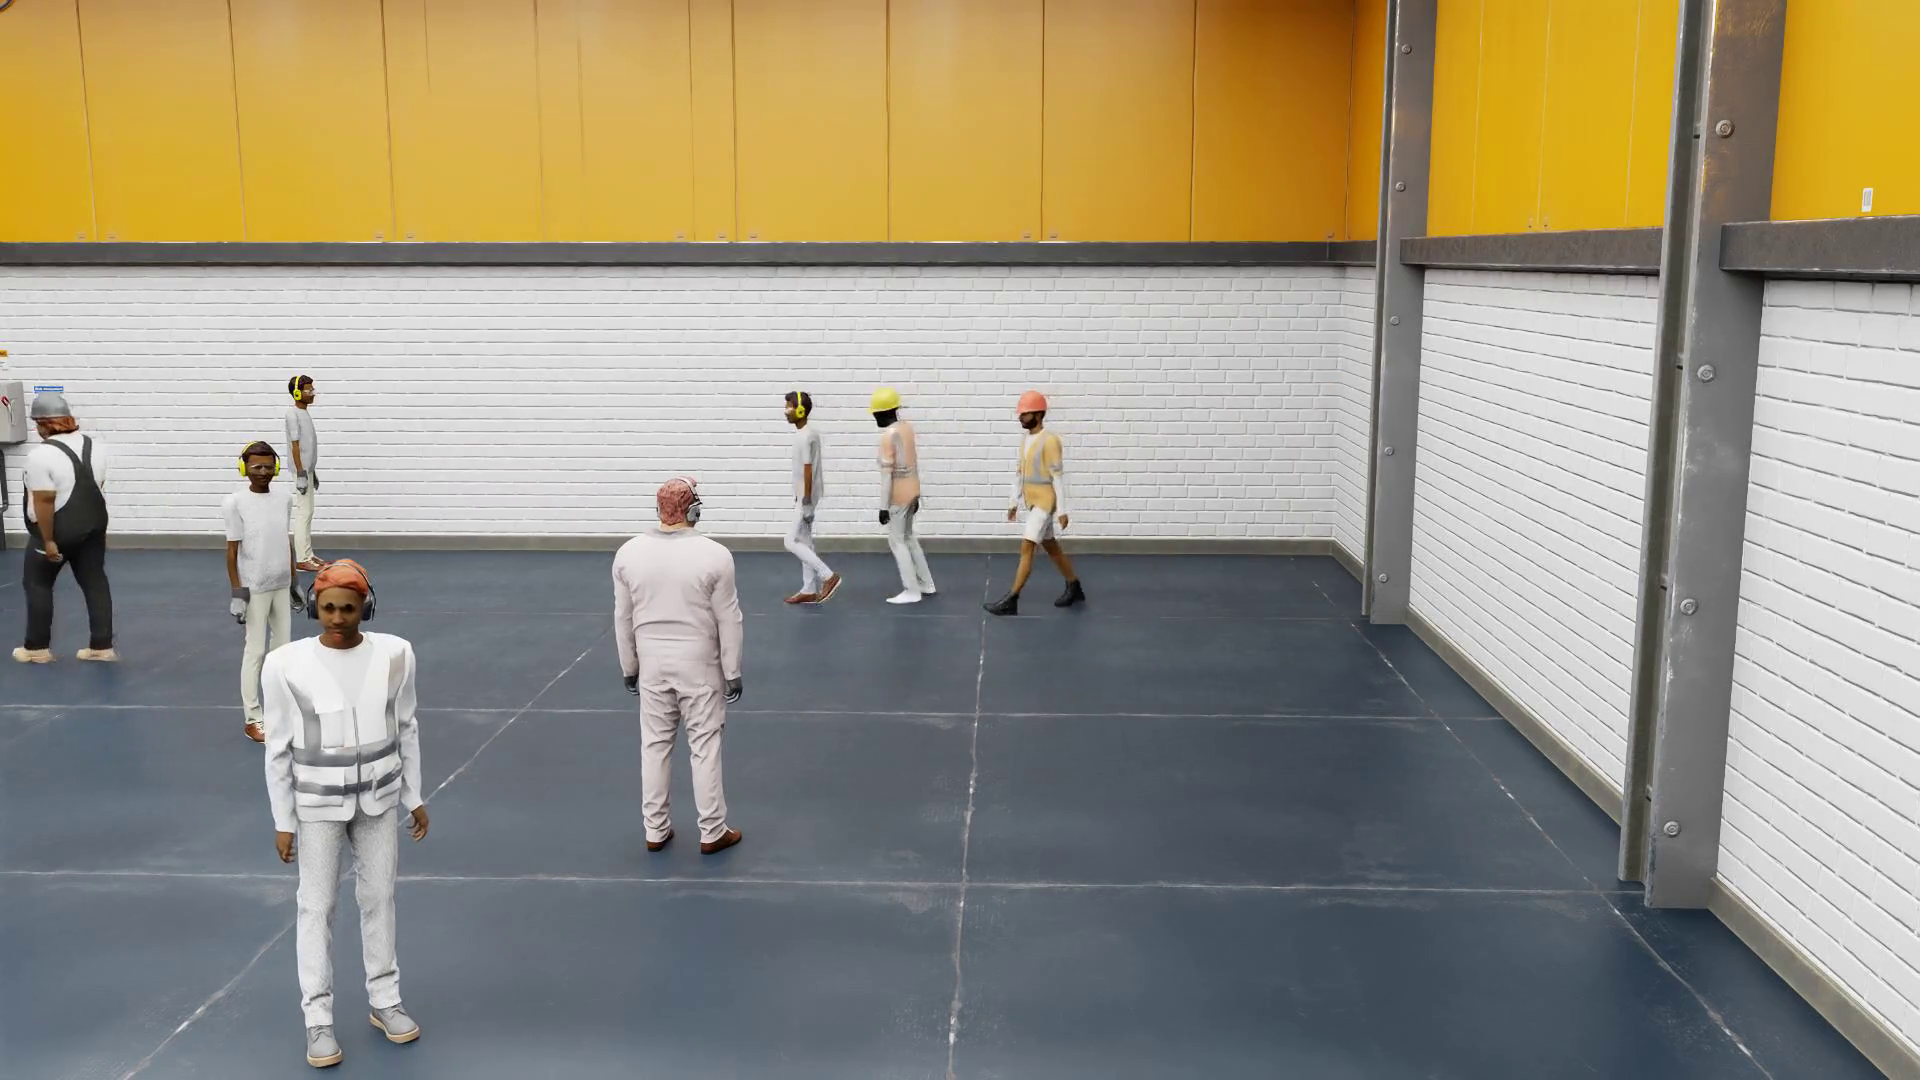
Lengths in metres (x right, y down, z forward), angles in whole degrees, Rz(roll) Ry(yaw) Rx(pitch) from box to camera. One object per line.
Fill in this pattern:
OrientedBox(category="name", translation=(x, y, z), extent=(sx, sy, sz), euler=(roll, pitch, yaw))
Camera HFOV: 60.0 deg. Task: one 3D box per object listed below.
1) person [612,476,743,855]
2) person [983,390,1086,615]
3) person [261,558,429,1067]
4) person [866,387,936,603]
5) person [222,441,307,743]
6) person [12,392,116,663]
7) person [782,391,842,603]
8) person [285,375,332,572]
OrientedBox(category="person", translation=(-1.389, 0.628, 8.354), extent=(0.651, 1.906, 0.403), euler=(2, 10, 12))
OrientedBox(category="person", translation=(0.671, -0.320, 13.998), extent=(1.010, 1.884, 0.580), euler=(-4, 11, -23))
OrientedBox(category="person", translation=(-2.292, 1.000, 6.238), extent=(0.573, 1.885, 0.356), euler=(-7, 12, -37))
OrientedBox(category="person", translation=(-0.544, -0.379, 14.328), extent=(0.506, 1.889, 0.620), euler=(3, 10, 19))
OrientedBox(category="person", translation=(-4.297, 0.312, 10.335), extent=(0.314, 1.863, 0.535), euler=(5, 11, 26))
OrientedBox(category="person", translation=(-6.664, -0.105, 12.255), extent=(0.838, 2.000, 0.693), euler=(4, 10, 20))
OrientedBox(category="person", translation=(-1.312, -0.349, 14.250), extent=(0.439, 1.853, 0.528), euler=(0, 10, 1))
OrientedBox(category="person", translation=(-6.230, -0.636, 15.860), extent=(0.328, 1.872, 0.508), euler=(-2, 10, -11))
